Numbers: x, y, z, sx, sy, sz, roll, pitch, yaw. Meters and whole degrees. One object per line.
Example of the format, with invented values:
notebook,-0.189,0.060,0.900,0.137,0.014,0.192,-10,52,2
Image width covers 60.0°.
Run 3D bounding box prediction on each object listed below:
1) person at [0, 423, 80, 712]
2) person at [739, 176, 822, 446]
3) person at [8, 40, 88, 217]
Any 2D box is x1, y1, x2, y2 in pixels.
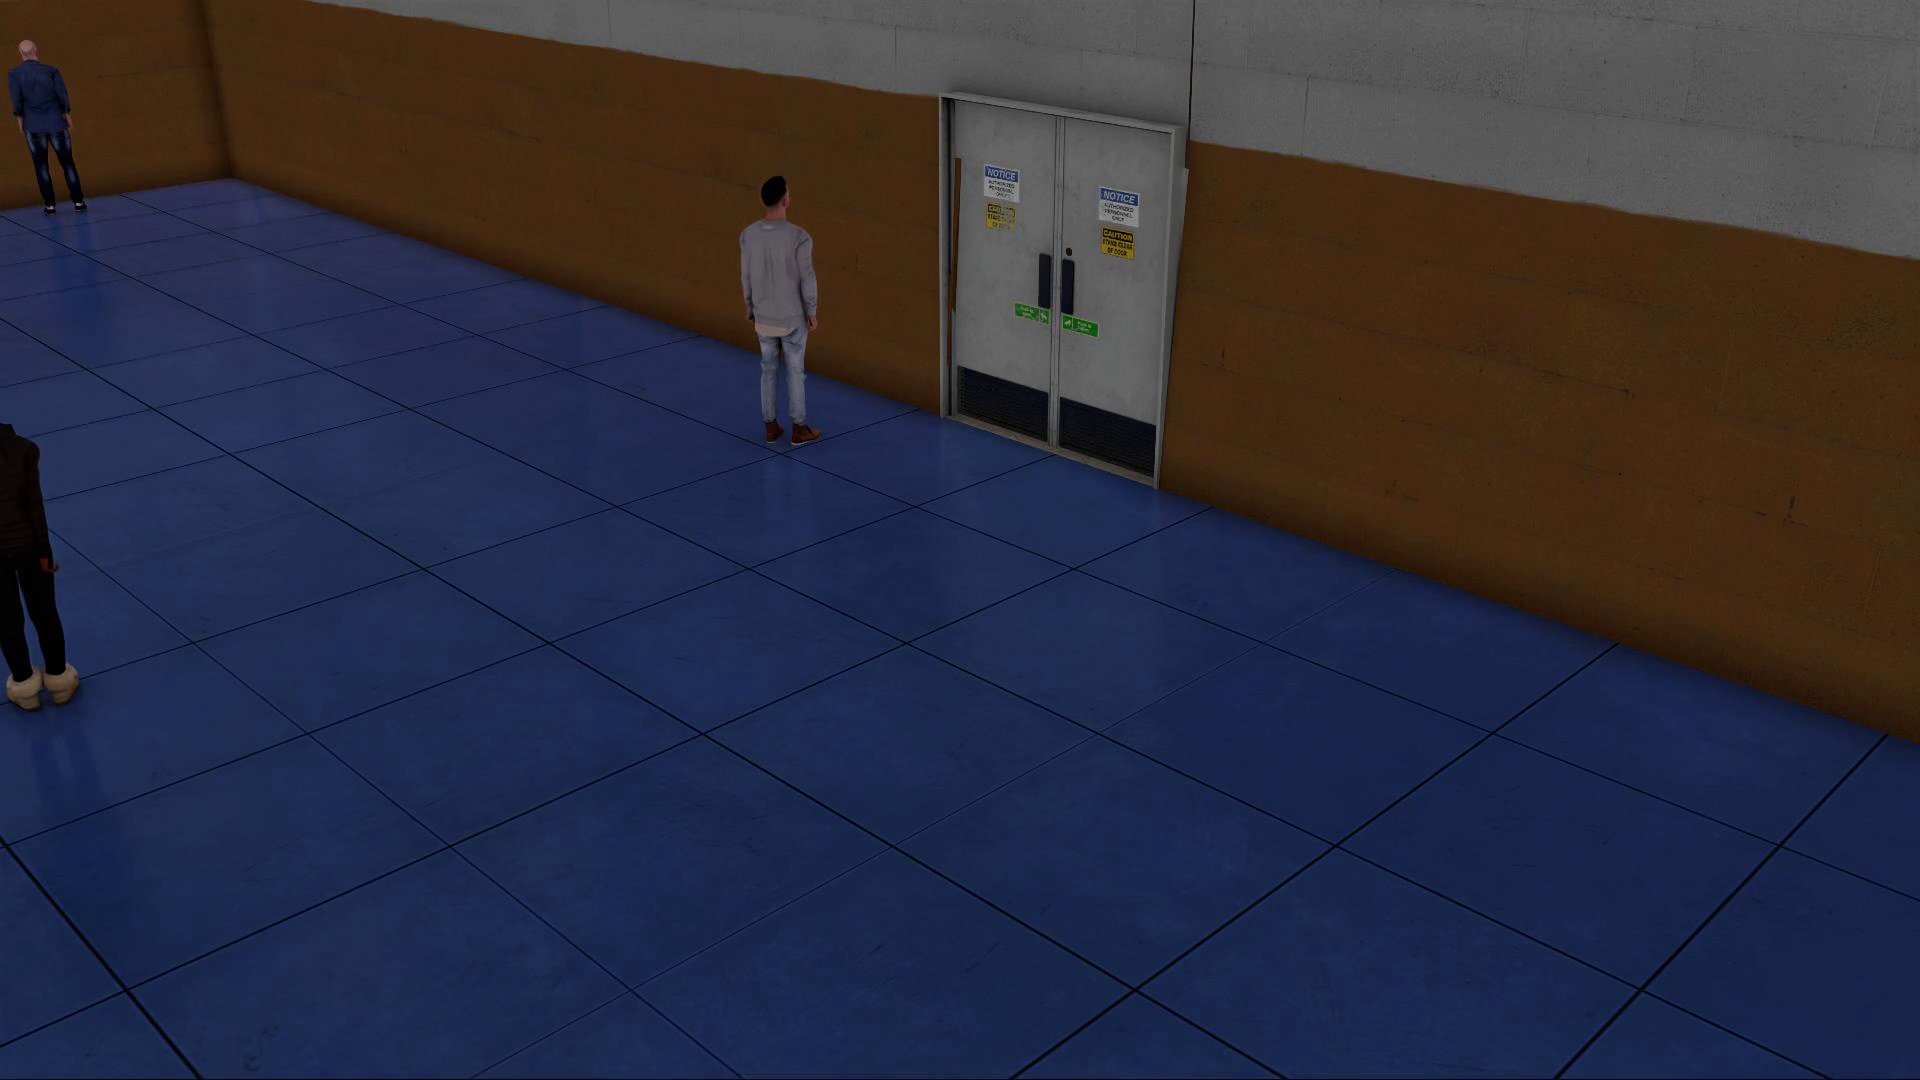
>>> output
person,-4.474,0.051,7.840,0.665,1.660,0.593,9,25,19
person,-1.217,-1.549,11.273,0.760,1.839,0.726,8,25,17
person,-9.828,-4.429,17.873,0.625,1.824,0.839,-13,27,-27
